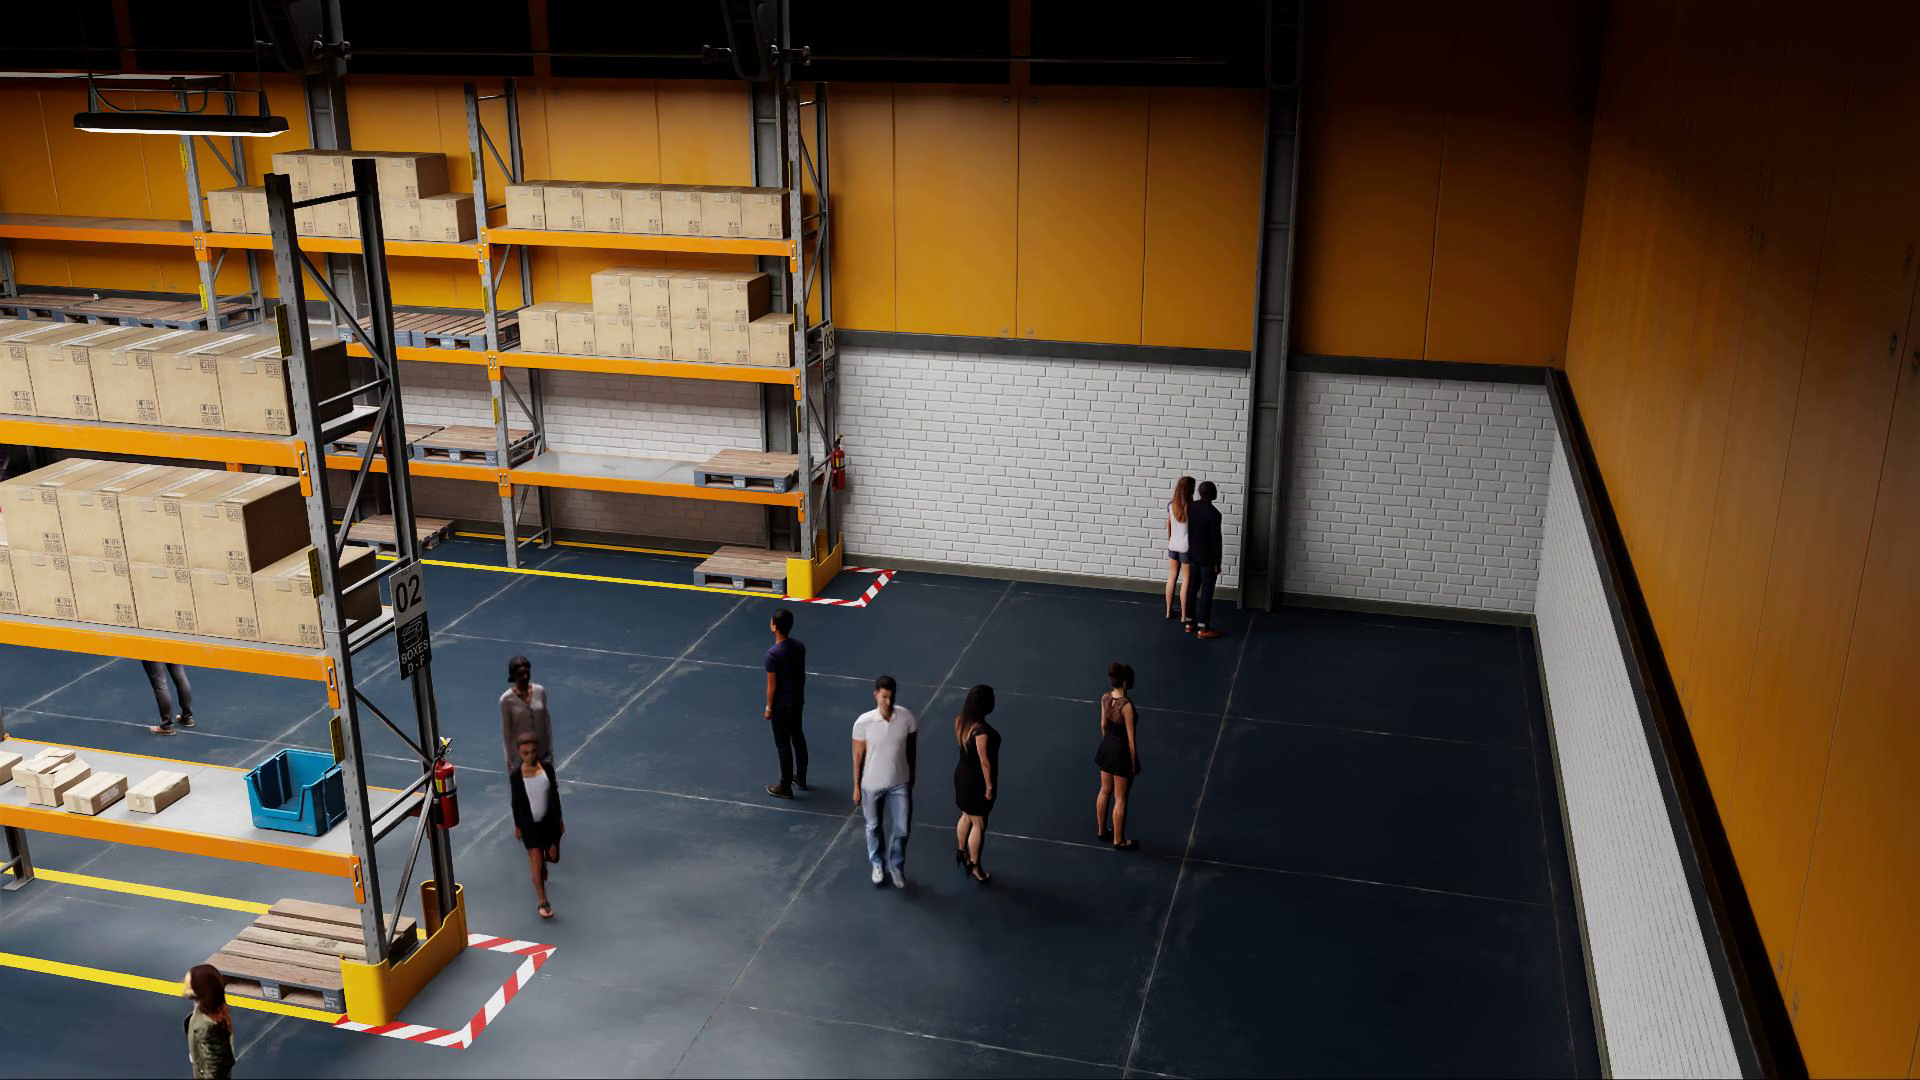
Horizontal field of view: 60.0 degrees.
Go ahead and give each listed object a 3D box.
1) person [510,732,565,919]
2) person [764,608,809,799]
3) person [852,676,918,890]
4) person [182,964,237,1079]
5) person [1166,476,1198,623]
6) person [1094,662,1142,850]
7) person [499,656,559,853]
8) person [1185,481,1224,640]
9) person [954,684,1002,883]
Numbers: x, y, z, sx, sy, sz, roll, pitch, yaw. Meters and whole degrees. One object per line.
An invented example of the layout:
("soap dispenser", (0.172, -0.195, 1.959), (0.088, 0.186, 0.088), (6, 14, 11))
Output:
("person", (-3.391, 2.218, 13.293), (0.845, 1.542, 0.904), (-10, 21, -28))
("person", (-1.570, 1.470, 15.120), (0.660, 1.793, 0.705), (13, 23, 34))
("person", (-0.611, 1.942, 13.647), (0.747, 1.840, 0.857), (-1, 19, -4))
("person", (-4.606, 3.272, 10.268), (0.696, 1.476, 0.657), (-8, 20, -23))
("person", (2.576, 0.096, 19.299), (0.641, 1.730, 0.749), (18, 25, 42))
("person", (1.350, 1.828, 14.243), (0.741, 1.675, 0.675), (-12, 22, -31))
("person", (-3.718, 1.798, 14.198), (0.788, 1.760, 0.852), (-12, 22, -33))
("person", (2.750, 0.206, 18.835), (0.834, 1.818, 0.784), (-9, 21, -26))
("person", (0.122, 1.994, 13.691), (0.798, 1.713, 0.751), (-9, 20, -24))
